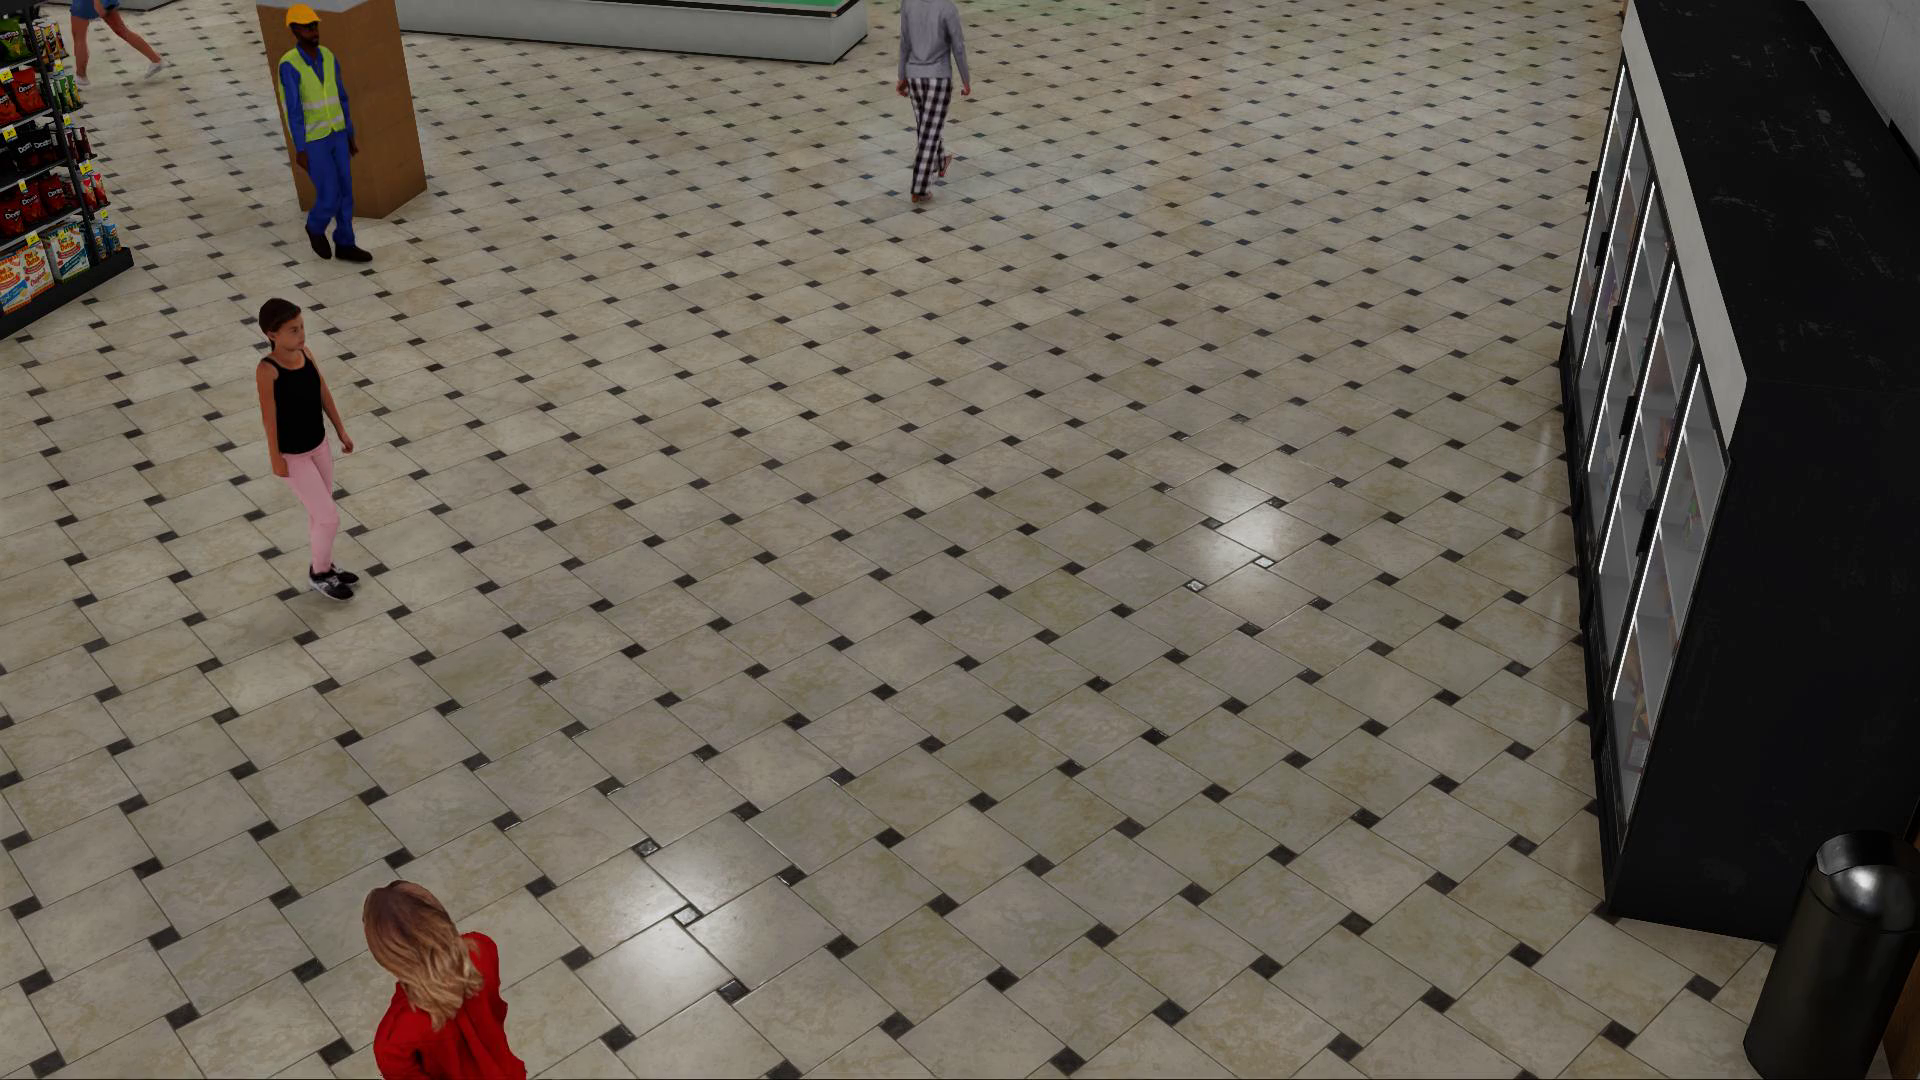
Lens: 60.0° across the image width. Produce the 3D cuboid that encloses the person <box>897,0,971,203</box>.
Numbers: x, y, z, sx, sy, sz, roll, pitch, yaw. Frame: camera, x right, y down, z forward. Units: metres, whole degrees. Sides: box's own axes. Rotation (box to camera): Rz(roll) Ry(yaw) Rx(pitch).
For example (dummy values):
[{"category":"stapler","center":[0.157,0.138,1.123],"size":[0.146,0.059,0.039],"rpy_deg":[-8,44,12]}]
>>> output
[{"category":"person","center":[-0.268,-3.446,12.575],"size":[1.062,1.819,0.878],"rpy_deg":[15,35,23]}]

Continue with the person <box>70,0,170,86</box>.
[{"category":"person","center":[-7.843,-4.944,15.208],"size":[1.279,1.582,1.057],"rpy_deg":[-9,33,-14]}]

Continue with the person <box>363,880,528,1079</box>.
[{"category":"person","center":[-1.267,1.623,4.565],"size":[1.168,1.676,0.823],"rpy_deg":[18,36,27]}]

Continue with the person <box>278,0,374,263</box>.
[{"category":"person","center":[-4.488,-2.800,11.552],"size":[0.779,1.803,0.743],"rpy_deg":[14,35,22]}]

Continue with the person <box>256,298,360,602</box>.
[{"category":"person","center":[-3.213,-0.439,7.993],"size":[0.582,1.555,0.555],"rpy_deg":[10,33,16]}]

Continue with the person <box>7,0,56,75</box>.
[{"category":"person","center":[-8.767,-5.097,15.584],"size":[0.899,1.443,0.758],"rpy_deg":[18,36,26]}]
